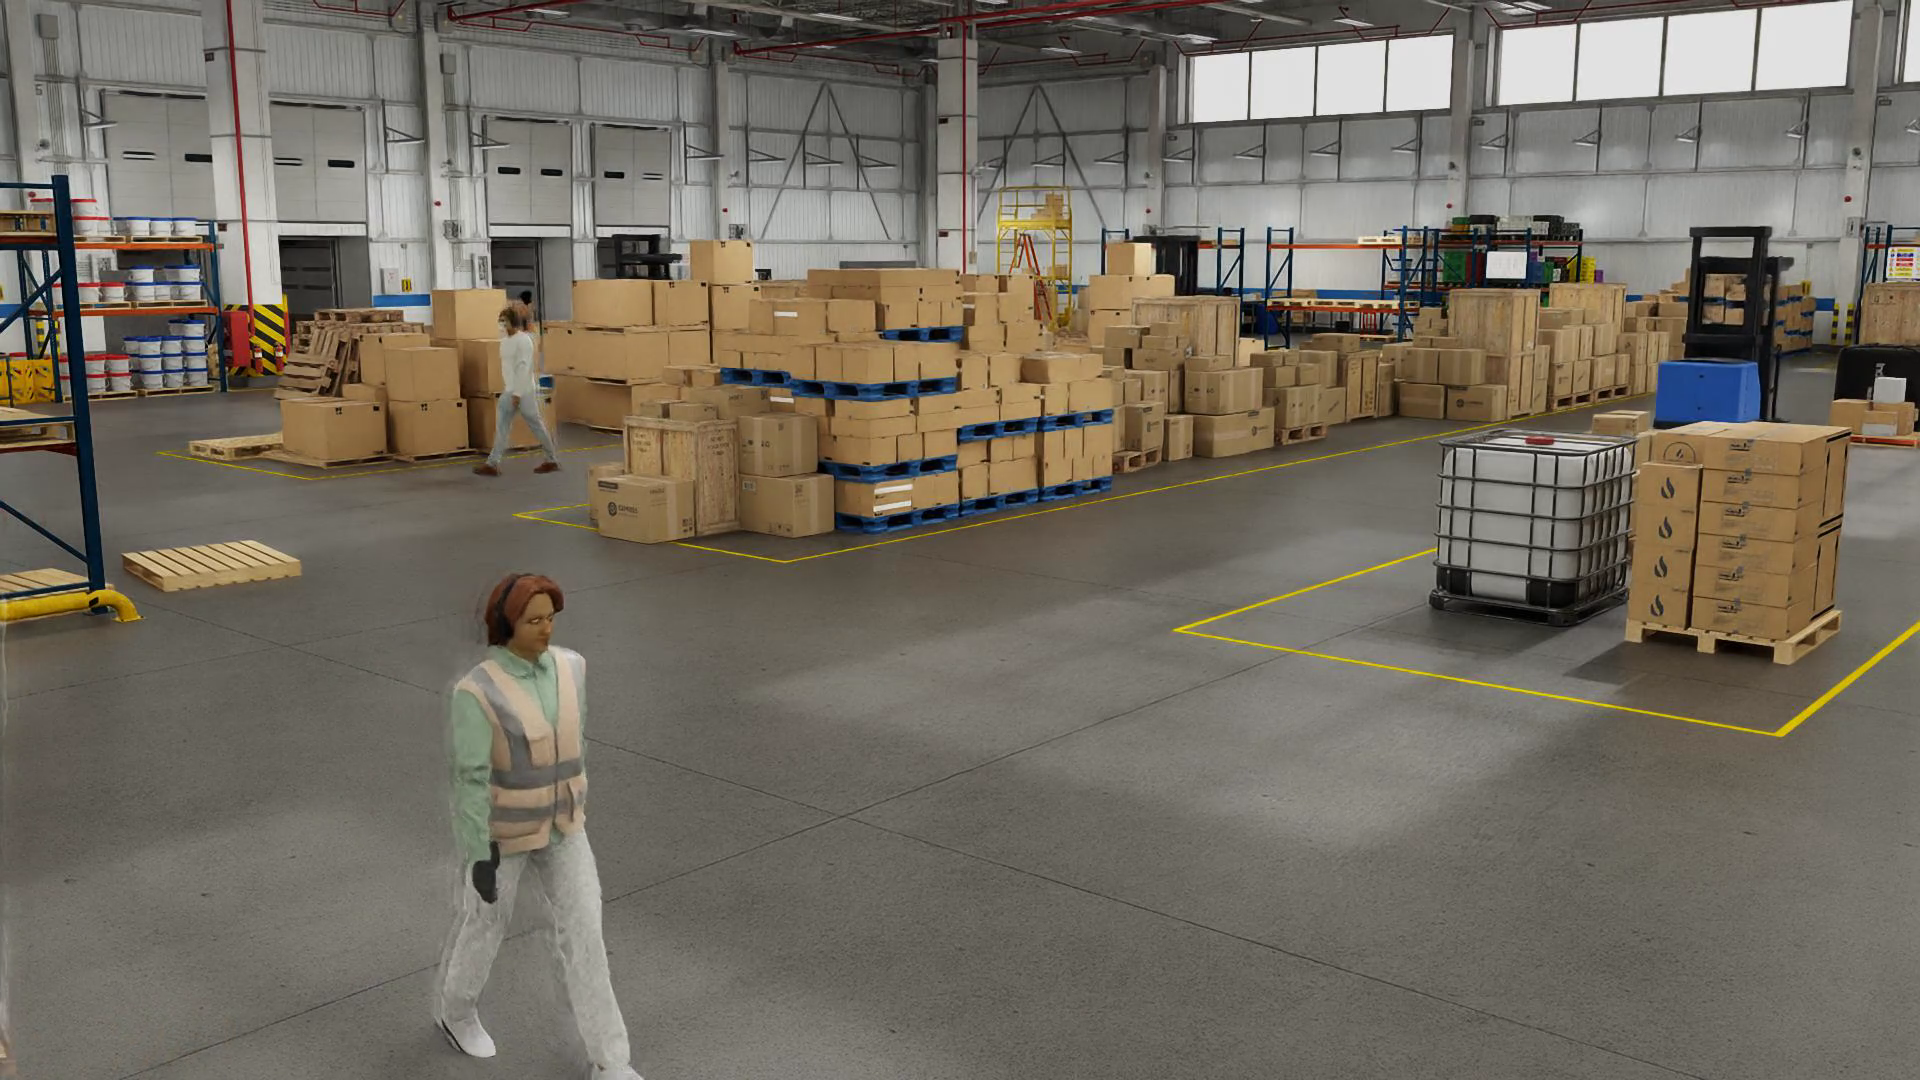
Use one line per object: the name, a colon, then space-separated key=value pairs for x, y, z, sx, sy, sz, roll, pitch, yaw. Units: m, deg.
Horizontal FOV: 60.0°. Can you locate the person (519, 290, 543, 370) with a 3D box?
person: x=-9.094 y=-4.360 z=34.635 sx=0.639 sy=1.677 sz=0.536 roll=1 pitch=10 yaw=5

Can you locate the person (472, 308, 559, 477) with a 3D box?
person: x=-4.962 y=-1.645 z=18.607 sx=0.644 sy=1.893 sz=1.017 roll=10 pitch=14 yaw=44

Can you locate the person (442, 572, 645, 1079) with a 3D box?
person: x=-1.329 y=0.879 z=5.051 sx=0.869 sy=1.594 sz=0.534 roll=7 pitch=12 yaw=36

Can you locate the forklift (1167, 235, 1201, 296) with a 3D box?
forklift: x=5.038 y=-5.477 z=37.578 sx=1.873 sy=2.768 sz=1.129 roll=8 pitch=13 yaw=40

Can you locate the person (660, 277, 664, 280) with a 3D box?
person: x=-6.468 y=-4.719 z=35.992 sx=0.636 sy=1.927 sz=0.386 roll=-5 pitch=11 yaw=-25

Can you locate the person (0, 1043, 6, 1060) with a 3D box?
person: x=-3.357 y=0.746 z=5.161 sx=1.012 sy=1.836 sz=0.603 roll=8 pitch=13 yaw=39

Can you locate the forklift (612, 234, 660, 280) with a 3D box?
forklift: x=-6.595 y=-4.862 z=34.077 sx=1.129 sy=2.768 sz=1.873 roll=-7 pitch=12 yaw=-34

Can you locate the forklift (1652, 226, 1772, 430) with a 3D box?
forklift: x=9.984 y=-2.704 z=21.789 sx=1.129 sy=2.768 sz=1.873 roll=8 pitch=13 yaw=40

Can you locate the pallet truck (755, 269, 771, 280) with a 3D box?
pallet truck: x=-4.996 y=-6.432 z=45.525 sx=1.885 sy=1.965 sz=0.823 roll=-6 pitch=12 yaw=-32
